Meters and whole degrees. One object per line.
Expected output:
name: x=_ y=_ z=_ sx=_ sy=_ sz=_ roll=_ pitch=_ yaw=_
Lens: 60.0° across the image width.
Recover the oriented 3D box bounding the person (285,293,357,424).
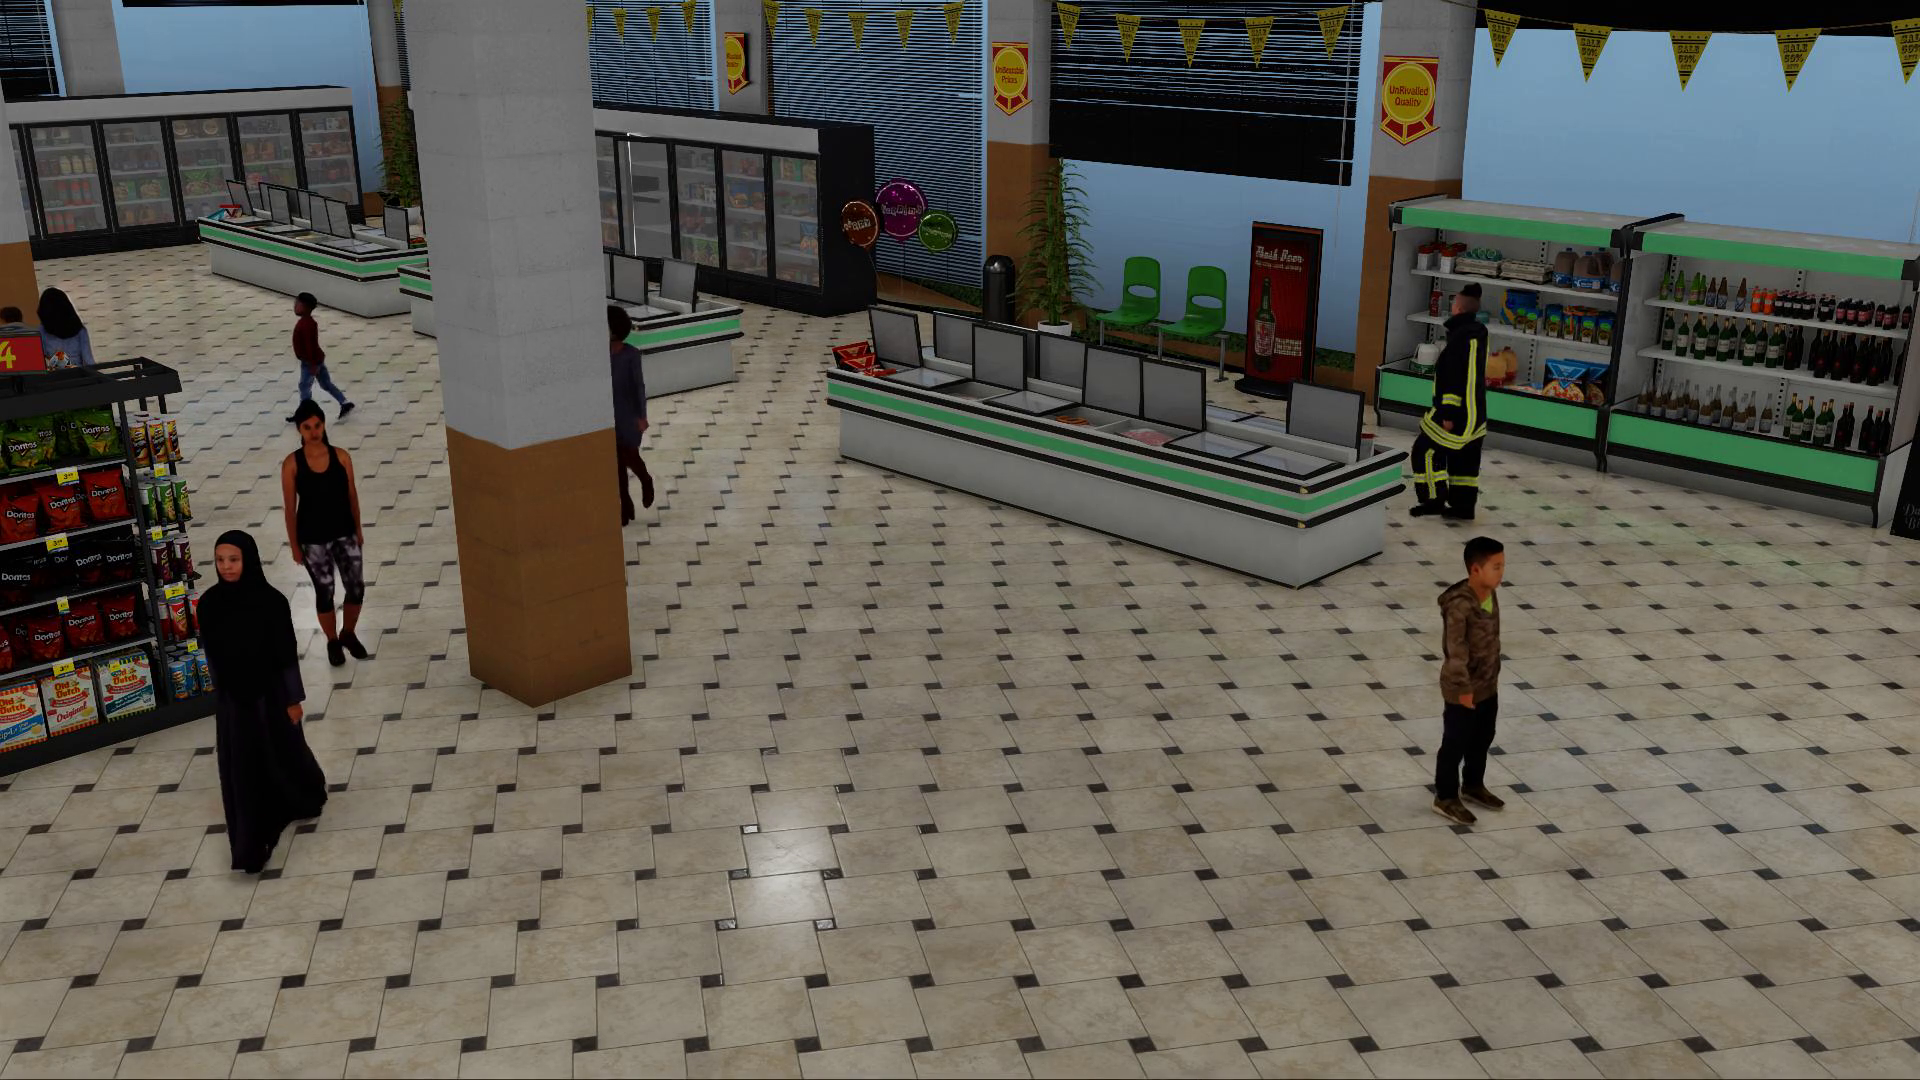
person: x=-6.025 y=-1.707 z=15.646 sx=0.854 sy=1.252 sz=0.871 roll=-3 pitch=19 yaw=-10

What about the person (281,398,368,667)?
person: x=-3.866 y=-0.051 z=10.107 sx=0.645 sy=1.653 sz=0.628 roll=-12 pitch=22 yaw=-32

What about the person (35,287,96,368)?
person: x=-6.963 y=-1.101 z=13.032 sx=0.618 sy=1.774 sz=0.586 roll=-14 pitch=23 yaw=-36

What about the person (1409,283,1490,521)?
person: x=3.870 y=-1.022 z=12.675 sx=0.750 sy=1.853 sz=0.807 roll=15 pitch=24 yaw=37

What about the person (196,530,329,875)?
person: x=-3.319 y=0.756 z=7.950 sx=1.031 sy=1.501 sz=1.132 roll=-2 pitch=19 yaw=-4

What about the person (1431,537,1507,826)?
person: x=2.498 y=0.676 z=8.262 sx=0.584 sy=1.454 sz=0.612 roll=-16 pitch=25 yaw=-40

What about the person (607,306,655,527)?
person: x=-2.536 y=-0.947 z=12.692 sx=0.763 sy=1.700 sz=0.809 roll=7 pitch=20 yaw=19
